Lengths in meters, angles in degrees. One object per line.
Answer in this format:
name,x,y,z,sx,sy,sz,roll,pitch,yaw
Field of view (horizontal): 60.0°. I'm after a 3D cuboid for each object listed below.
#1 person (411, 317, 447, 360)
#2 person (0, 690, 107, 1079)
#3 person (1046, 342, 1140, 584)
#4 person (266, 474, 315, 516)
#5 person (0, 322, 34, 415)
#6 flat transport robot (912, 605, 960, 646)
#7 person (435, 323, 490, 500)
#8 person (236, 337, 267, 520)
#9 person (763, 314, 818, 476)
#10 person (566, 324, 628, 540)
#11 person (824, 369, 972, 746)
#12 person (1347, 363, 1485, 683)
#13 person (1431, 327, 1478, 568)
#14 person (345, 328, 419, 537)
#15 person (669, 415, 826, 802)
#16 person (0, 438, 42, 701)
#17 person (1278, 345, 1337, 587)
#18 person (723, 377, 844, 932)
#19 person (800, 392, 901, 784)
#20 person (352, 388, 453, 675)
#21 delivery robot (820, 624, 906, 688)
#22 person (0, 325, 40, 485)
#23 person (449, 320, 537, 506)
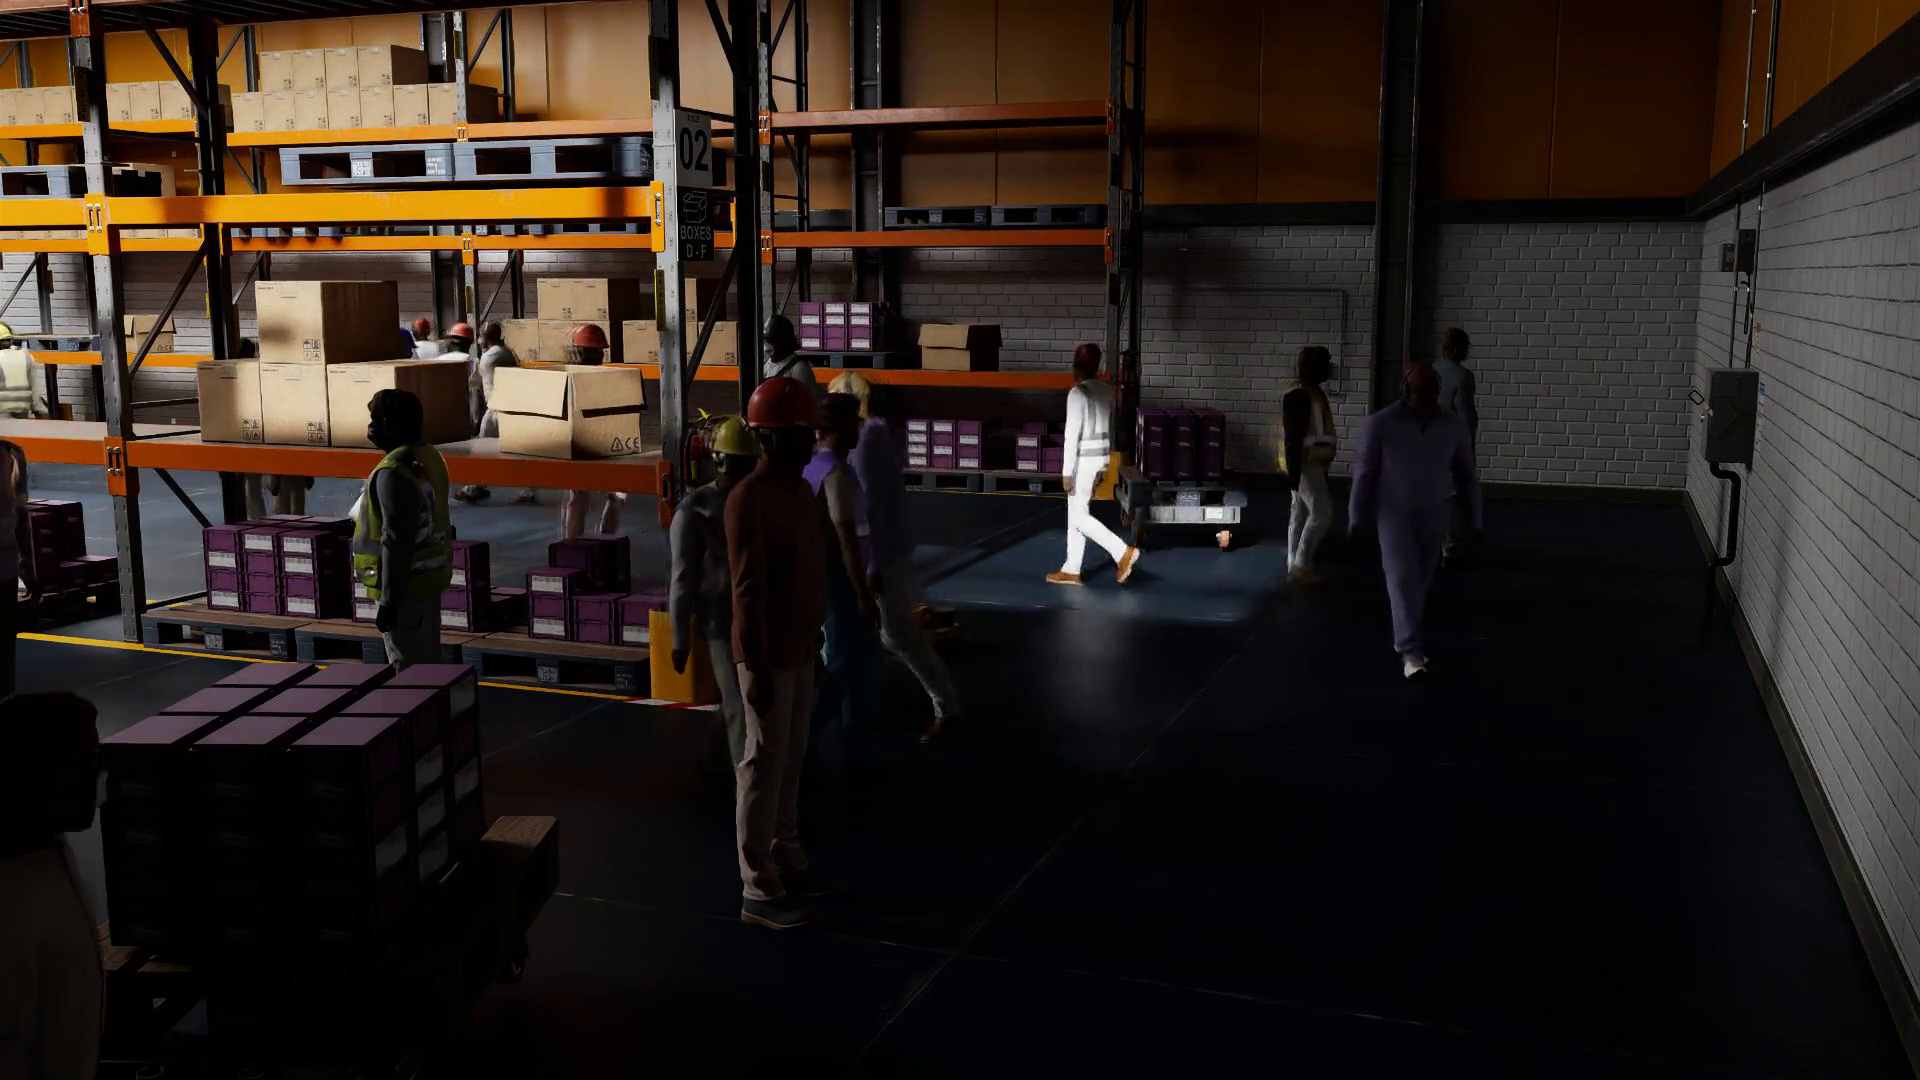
person,-6.282,-1.677,19.526,0.476,1.868,0.582,8,12,42
person,-1.767,1.069,3.077,0.604,1.613,0.514,-4,10,-22
person,1.018,-0.559,12.542,0.709,1.863,0.602,5,10,30
person,-4.971,-0.529,12.330,0.310,1.865,0.532,1,9,8
person,-11.102,-1.608,19.257,0.748,1.820,0.541,4,10,24
flat transport robot,-0.783,0.519,10.735,1.431,0.197,0.652,4,10,26
person,-5.188,-1.291,17.102,0.589,1.882,1.023,1,9,8
person,-5.817,-0.740,13.663,0.469,1.859,0.542,3,10,19
person,-1.511,-0.835,13.700,0.538,2.000,0.684,-8,12,-42
person,-2.832,-0.683,12.937,0.618,1.972,0.638,3,10,20
person,-0.306,0.084,8.417,0.770,1.901,0.645,-1,9,-5
person,2.694,-0.108,9.747,0.737,1.841,1.005,-1,9,-5
person,3.964,-0.745,13.460,0.372,1.940,0.631,-3,10,-20
person,-5.002,-0.908,14.600,0.937,1.912,0.616,0,9,2
person,-0.951,0.340,7.157,0.594,1.781,0.940,-9,13,-44
person,-4.631,0.155,7.840,0.381,1.924,0.594,5,10,29
person,2.669,-0.548,12.549,0.521,1.829,0.652,4,10,23
person,-0.645,0.403,6.073,0.382,1.995,0.612,2,9,13
person,-0.560,0.234,7.682,0.571,1.817,0.683,-1,9,-8
person,-2.568,0.223,7.685,0.429,1.844,0.625,-1,9,-4
delivery robot,-0.566,0.586,9.136,0.477,0.478,0.707,-4,10,-24
person,-10.578,-1.471,18.378,0.624,1.814,0.626,5,11,31
person,-4.770,-1.283,16.999,0.973,1.894,0.638,2,9,12
